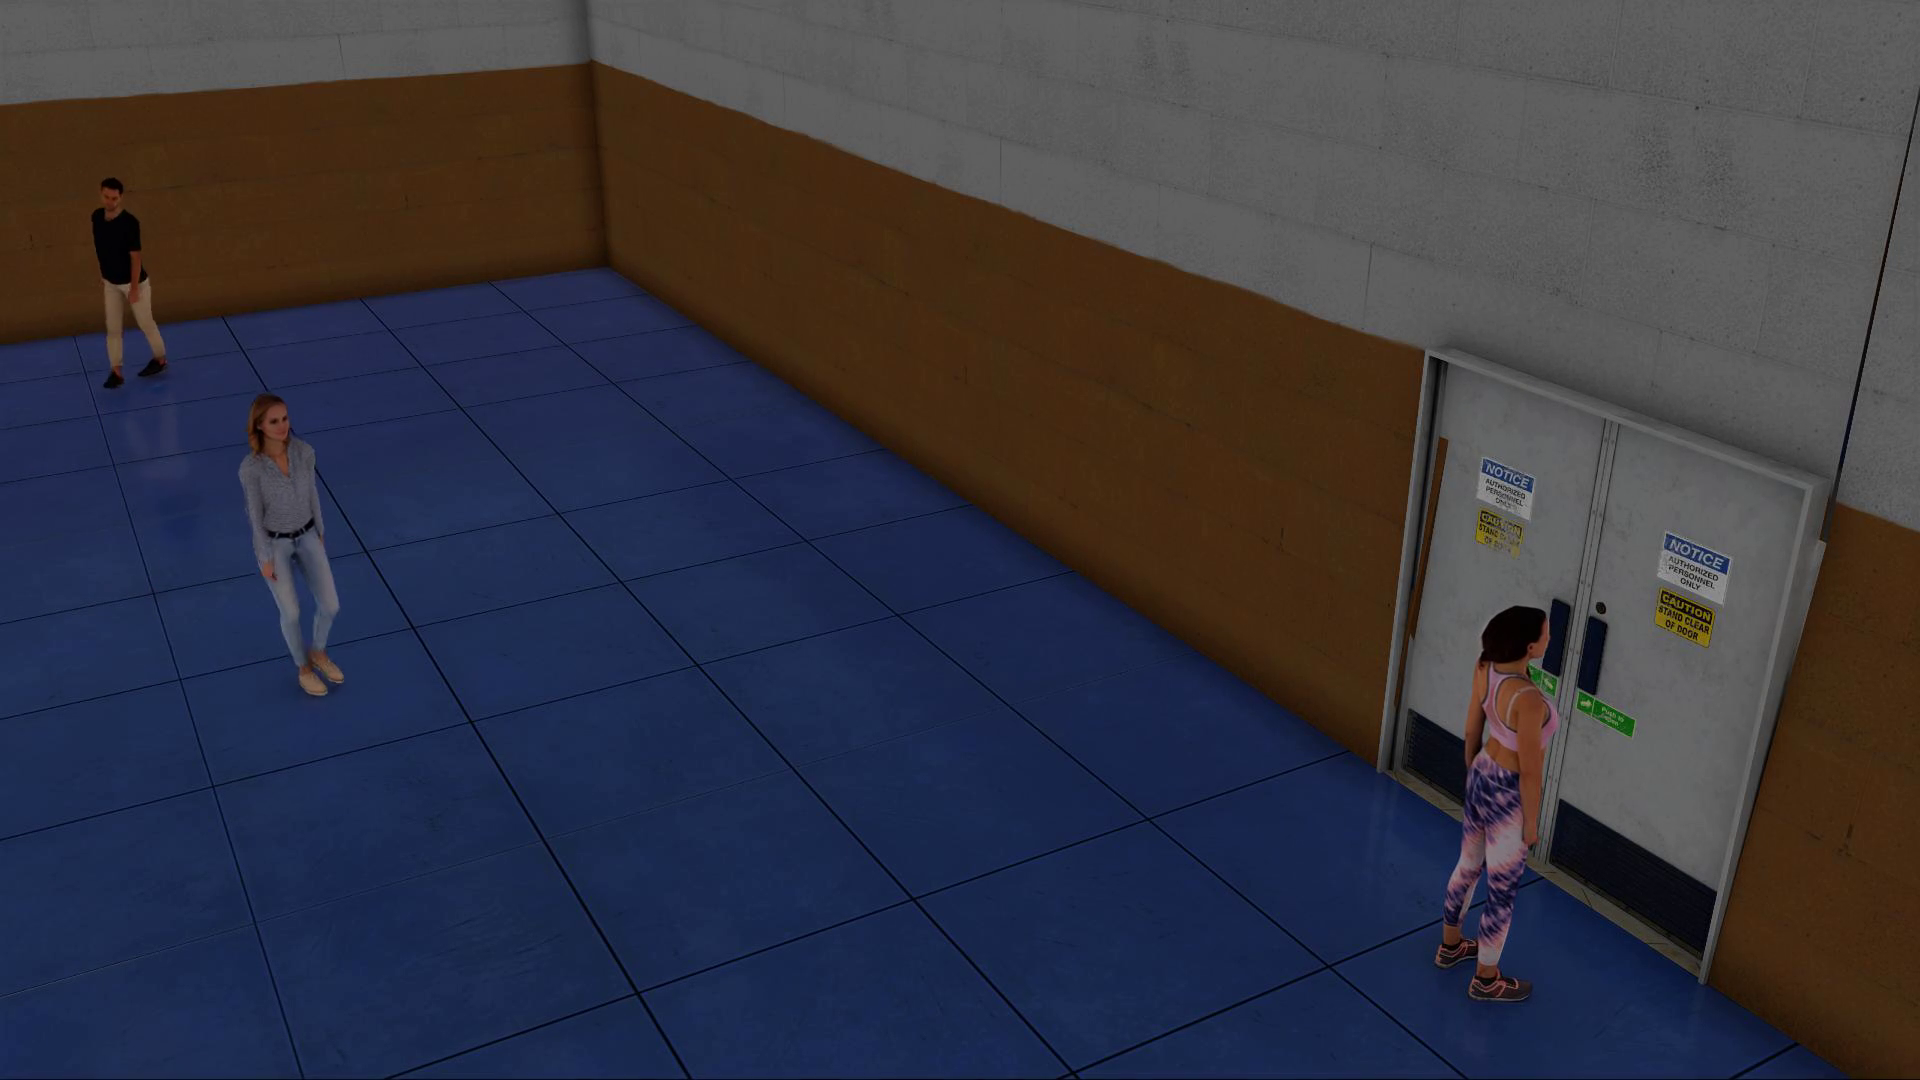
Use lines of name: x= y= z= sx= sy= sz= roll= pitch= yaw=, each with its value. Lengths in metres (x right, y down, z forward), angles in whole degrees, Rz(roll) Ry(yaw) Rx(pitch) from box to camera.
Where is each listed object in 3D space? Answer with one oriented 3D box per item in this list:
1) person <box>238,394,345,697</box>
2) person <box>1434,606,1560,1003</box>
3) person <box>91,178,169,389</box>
person: x=-3.754 y=0.027 z=9.189 sx=0.724 sy=1.786 sz=0.614 roll=21 pitch=31 yaw=39
person: x=2.221 y=1.066 z=6.839 sx=0.589 sy=1.767 sz=0.632 roll=-7 pitch=25 yaw=-16
person: x=-7.135 y=-2.218 z=14.279 sx=1.122 sy=1.794 sz=1.158 roll=8 pitch=25 yaw=18
